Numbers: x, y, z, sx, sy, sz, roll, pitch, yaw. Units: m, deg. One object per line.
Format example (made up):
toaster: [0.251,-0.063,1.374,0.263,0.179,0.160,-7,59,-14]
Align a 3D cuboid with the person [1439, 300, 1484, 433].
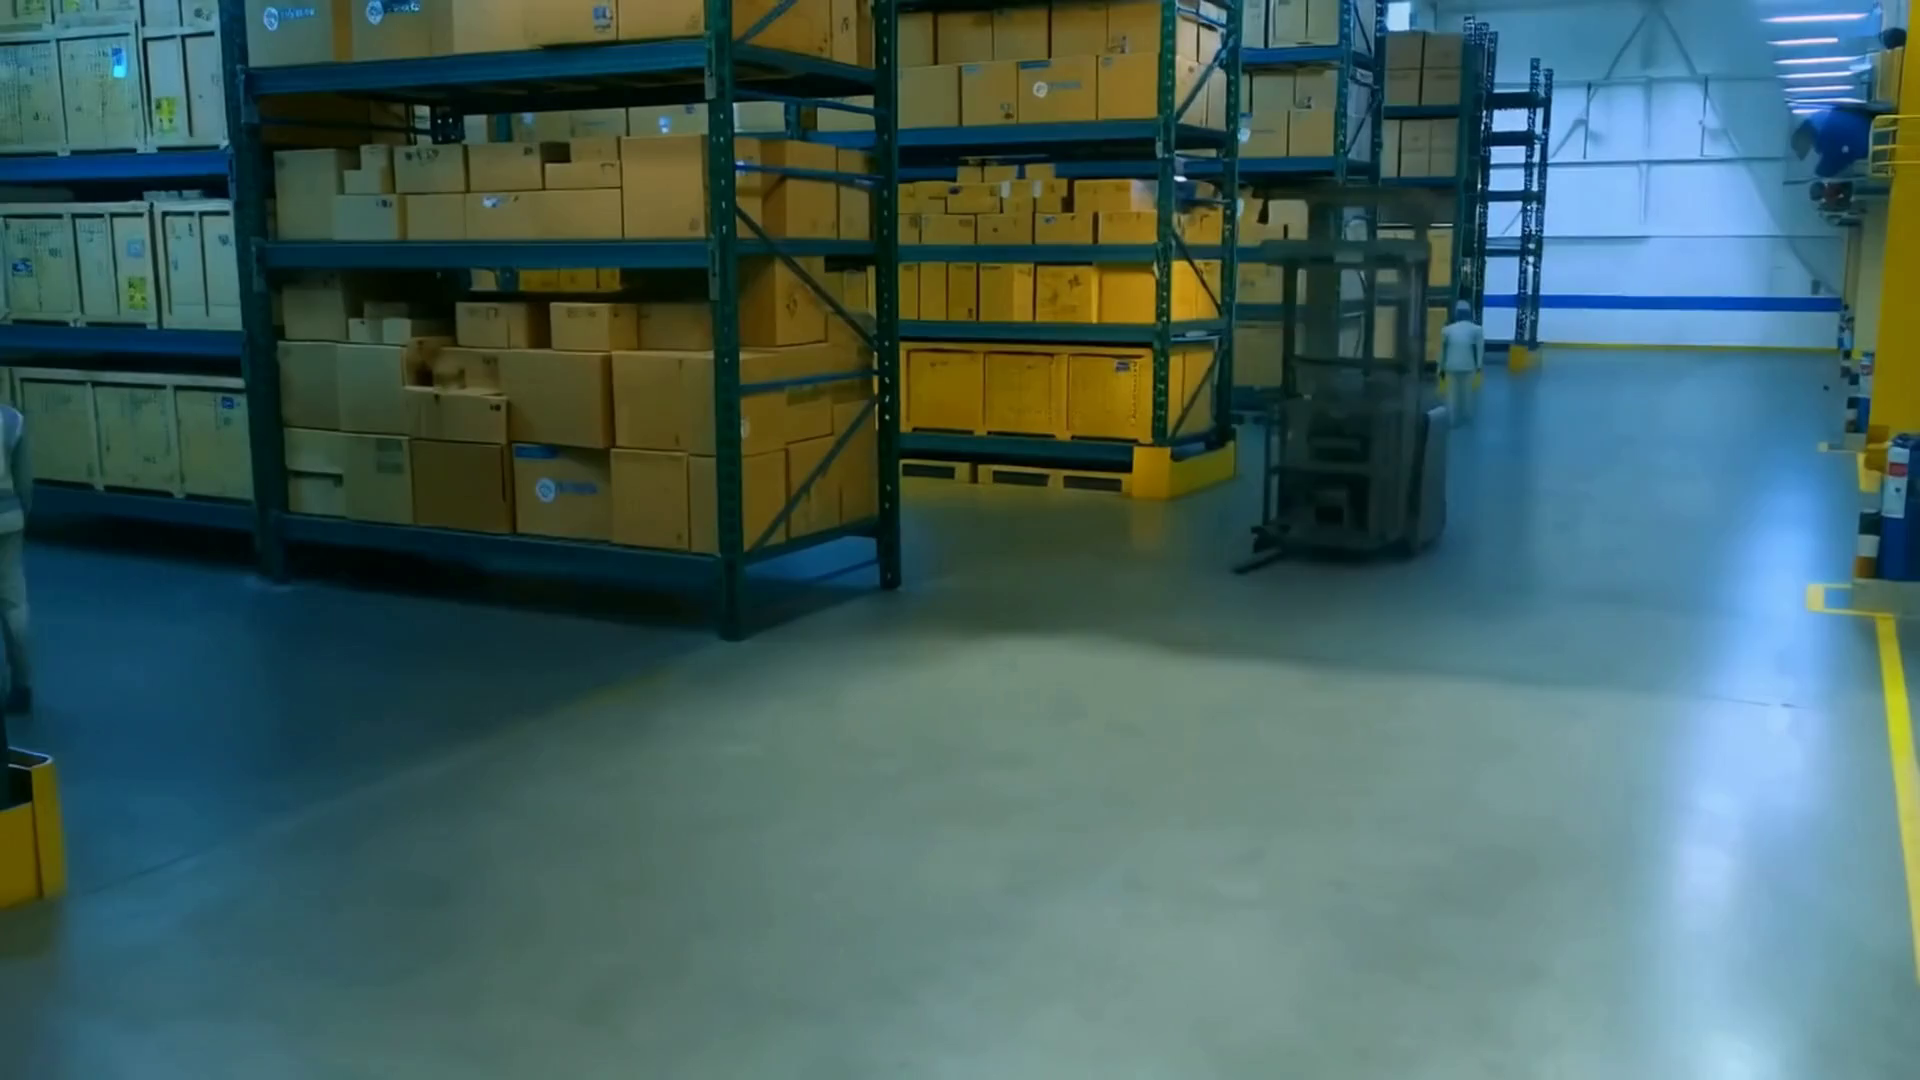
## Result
person: [6.576,-2.282,21.817,0.579,1.710,0.783,4,10,20]

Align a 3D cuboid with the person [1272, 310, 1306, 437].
person: [4.189,-2.068,20.859,0.745,1.606,0.546,-2,10,-10]

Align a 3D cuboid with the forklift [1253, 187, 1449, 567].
forklift: [3.160,-1.344,13.024,1.129,2.768,1.873,5,11,27]

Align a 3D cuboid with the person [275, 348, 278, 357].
person: [-6.427,-1.337,15.895,1.014,1.880,0.563,6,12,33]

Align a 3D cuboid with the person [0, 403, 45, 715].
person: [-5.076,-0.070,8.503,1.000,1.893,0.631,7,12,37]
